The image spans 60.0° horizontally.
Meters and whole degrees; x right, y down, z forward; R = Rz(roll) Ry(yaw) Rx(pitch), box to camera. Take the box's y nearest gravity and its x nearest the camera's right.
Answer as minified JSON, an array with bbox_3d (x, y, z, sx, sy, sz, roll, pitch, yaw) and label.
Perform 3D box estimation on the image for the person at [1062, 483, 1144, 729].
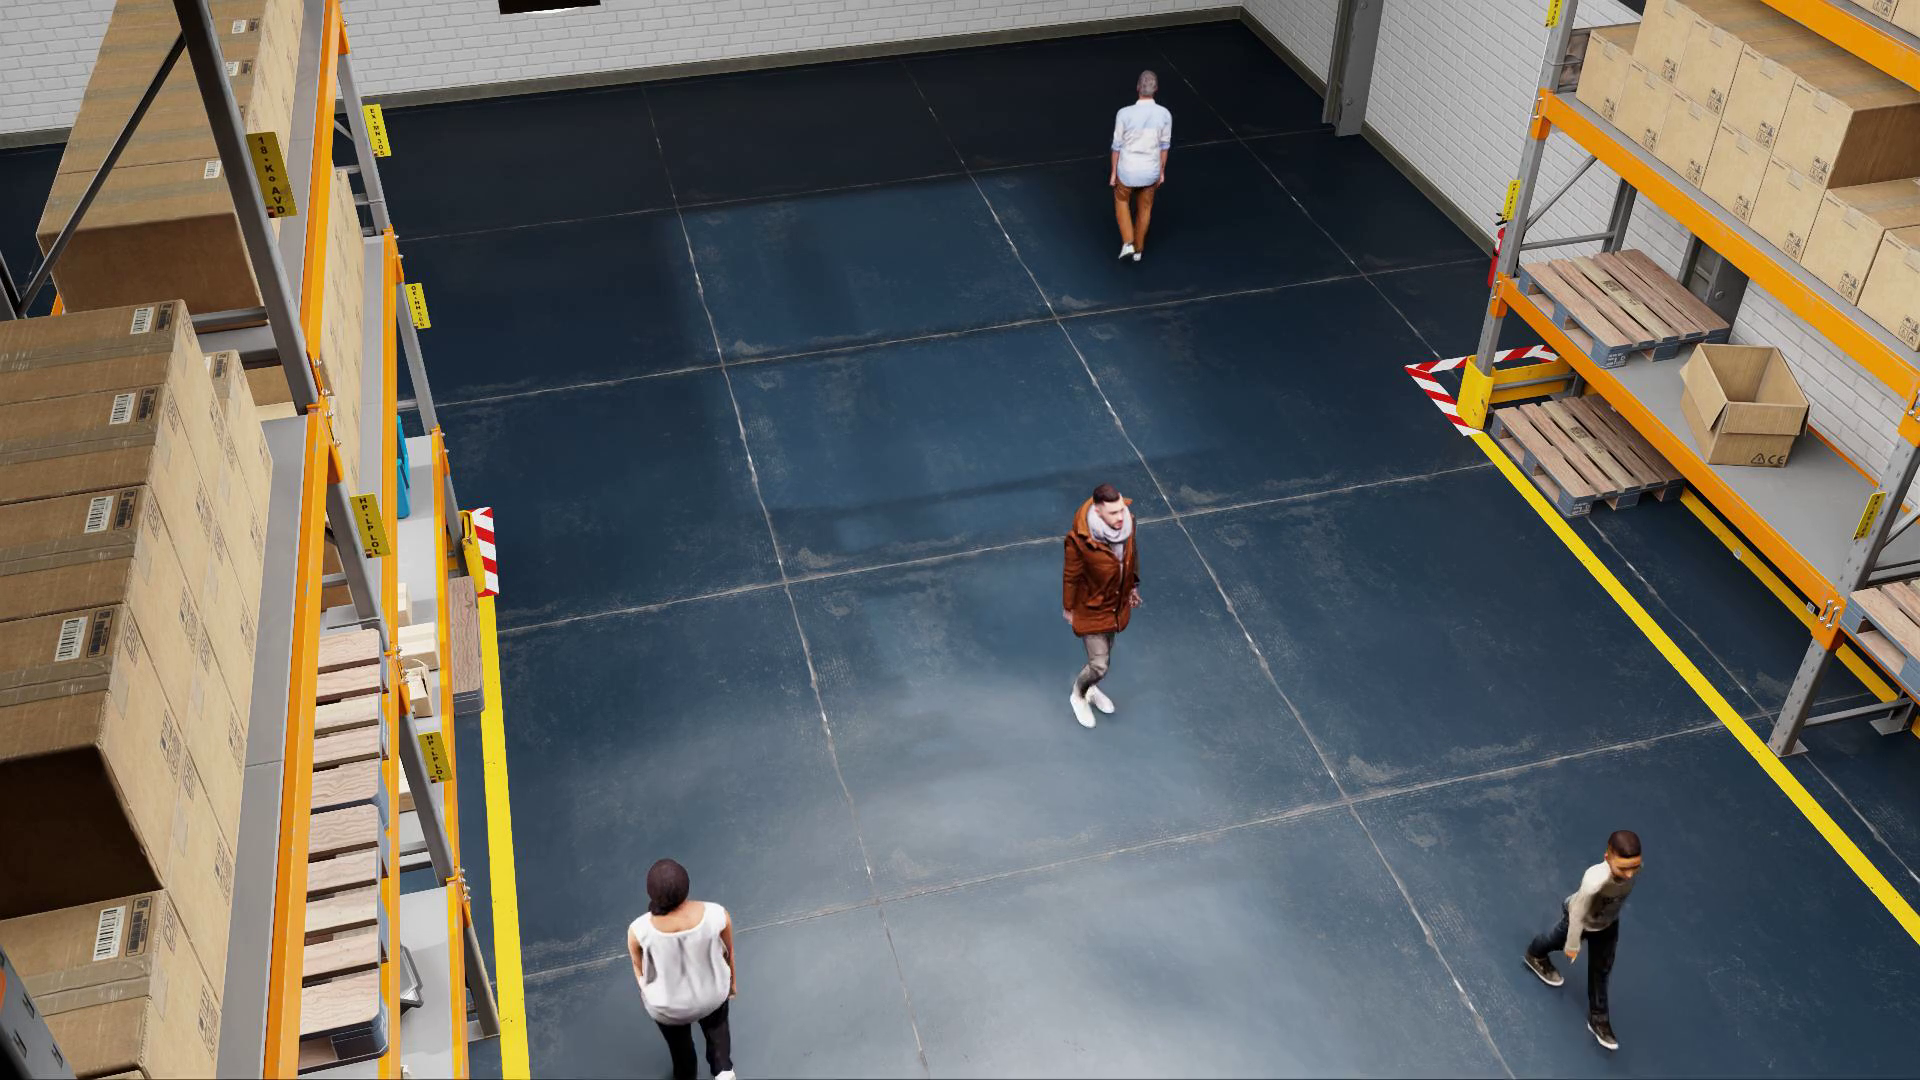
[{"bbox_3d":[0.828,0.354,10.477,0.826,1.825,0.849,-30,47,-32],"label":"person"}]

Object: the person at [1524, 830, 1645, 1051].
[{"bbox_3d":[3.296,1.949,8.803,0.659,1.421,0.978,-17,41,-20],"label":"person"}]

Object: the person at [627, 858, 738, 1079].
[{"bbox_3d":[-1.356,2.239,8.239,0.654,1.673,0.669,-11,40,-14],"label":"person"}]

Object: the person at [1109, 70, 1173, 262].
[{"bbox_3d":[1.632,-3.328,15.092,0.789,1.819,0.833,-1,39,-2],"label":"person"}]
